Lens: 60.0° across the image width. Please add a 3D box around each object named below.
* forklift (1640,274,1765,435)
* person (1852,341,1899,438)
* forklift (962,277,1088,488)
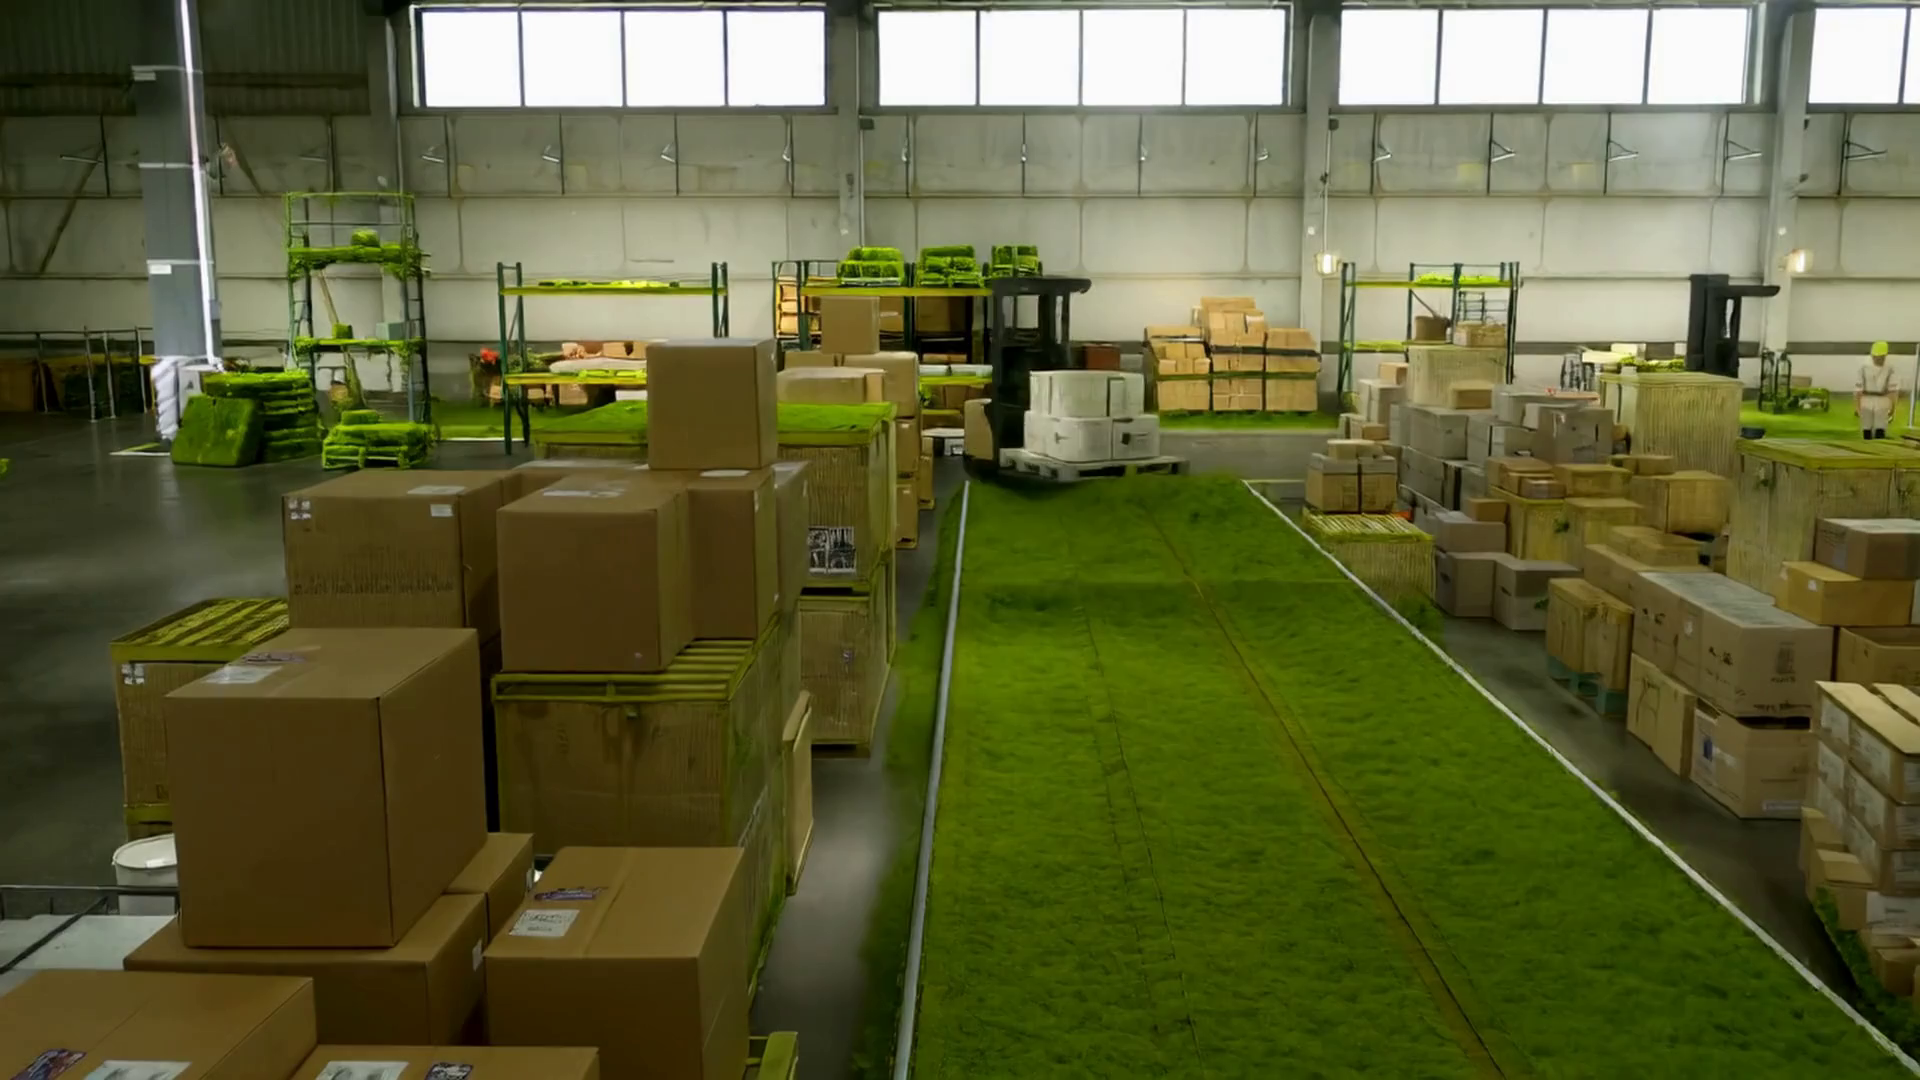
[{"bbox_3d":[13.063,-3.274,29.248,1.873,2.768,1.129,0,9,1],"label":"forklift"},{"bbox_3d":[13.039,-1.870,23.731,0.548,1.905,0.807,6,11,33],"label":"person"},{"bbox_3d":[0.851,-2.225,22.962,1.129,2.768,1.873,-4,10,-23],"label":"forklift"}]
